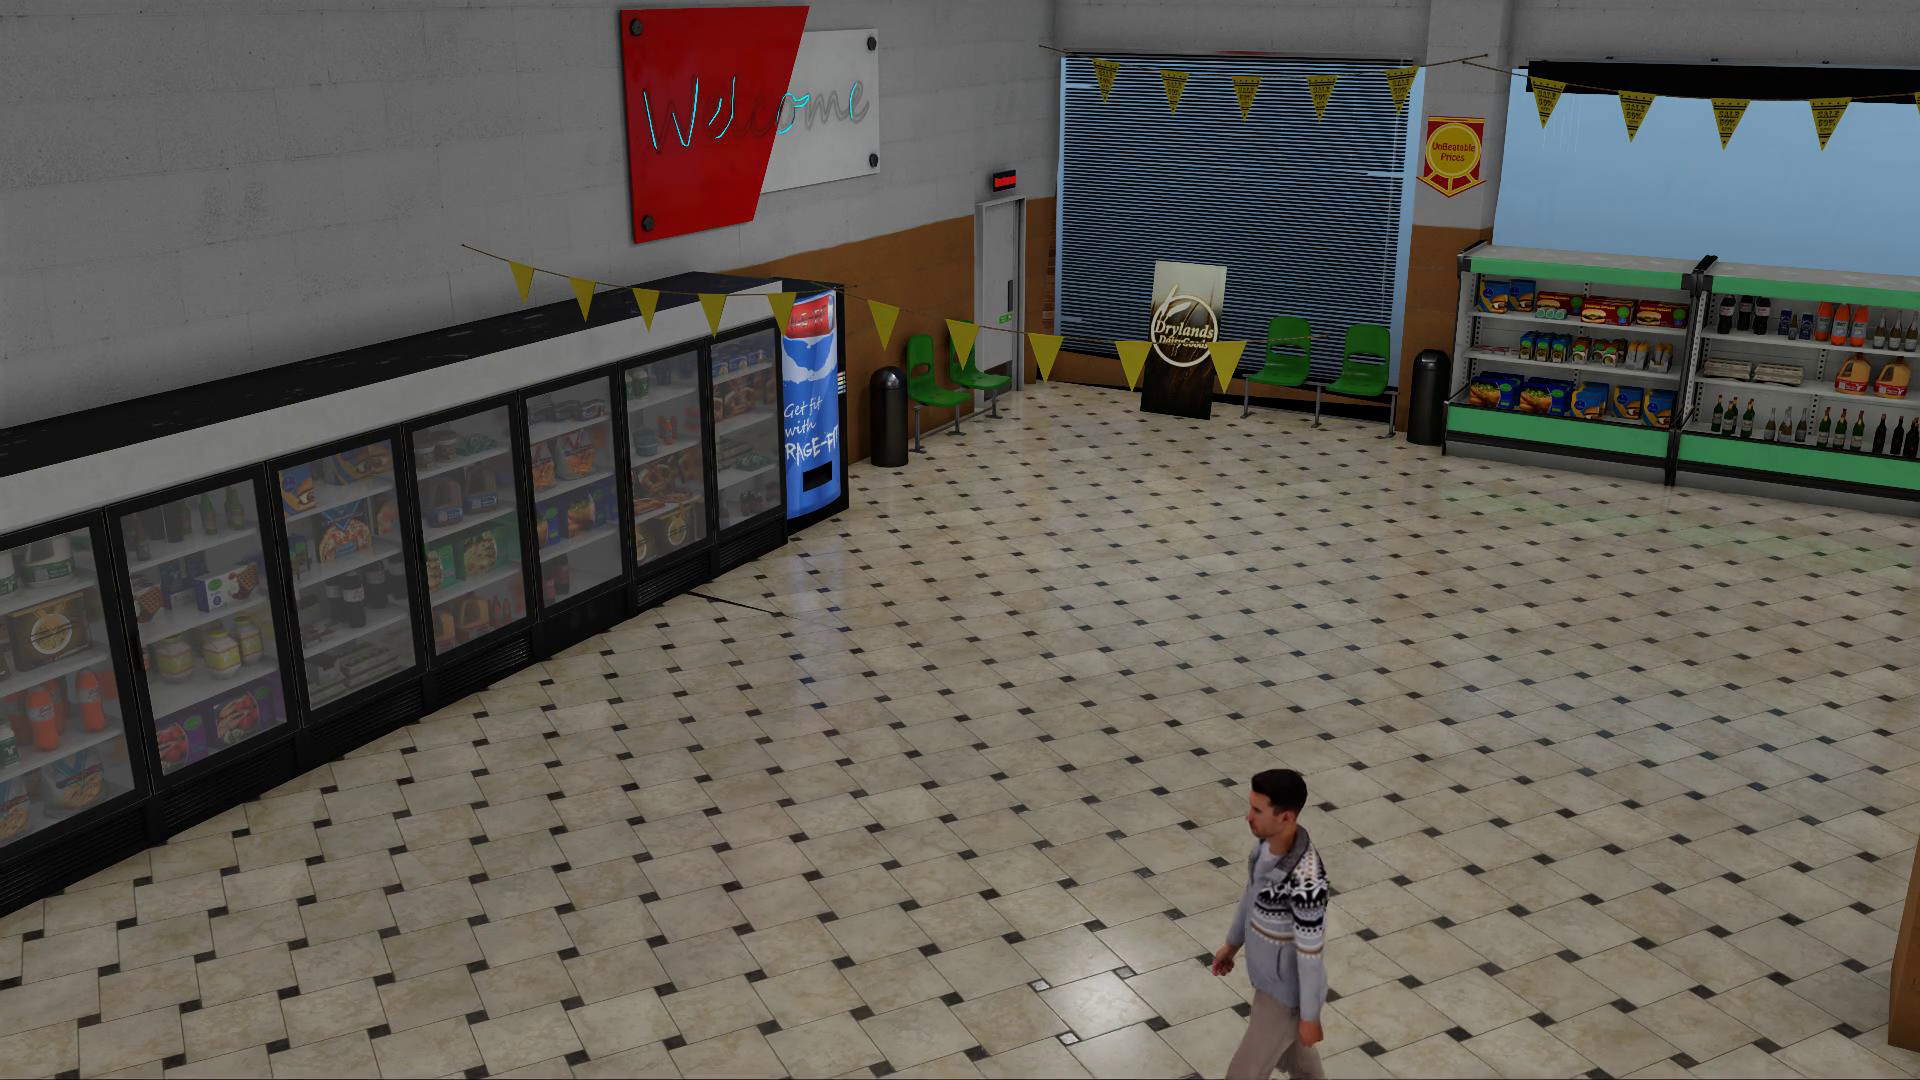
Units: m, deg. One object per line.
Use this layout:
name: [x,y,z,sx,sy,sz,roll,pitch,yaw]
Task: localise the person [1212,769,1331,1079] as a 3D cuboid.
person: [1.367,1.738,6.565,1.136,1.826,1.004,0,19,1]
